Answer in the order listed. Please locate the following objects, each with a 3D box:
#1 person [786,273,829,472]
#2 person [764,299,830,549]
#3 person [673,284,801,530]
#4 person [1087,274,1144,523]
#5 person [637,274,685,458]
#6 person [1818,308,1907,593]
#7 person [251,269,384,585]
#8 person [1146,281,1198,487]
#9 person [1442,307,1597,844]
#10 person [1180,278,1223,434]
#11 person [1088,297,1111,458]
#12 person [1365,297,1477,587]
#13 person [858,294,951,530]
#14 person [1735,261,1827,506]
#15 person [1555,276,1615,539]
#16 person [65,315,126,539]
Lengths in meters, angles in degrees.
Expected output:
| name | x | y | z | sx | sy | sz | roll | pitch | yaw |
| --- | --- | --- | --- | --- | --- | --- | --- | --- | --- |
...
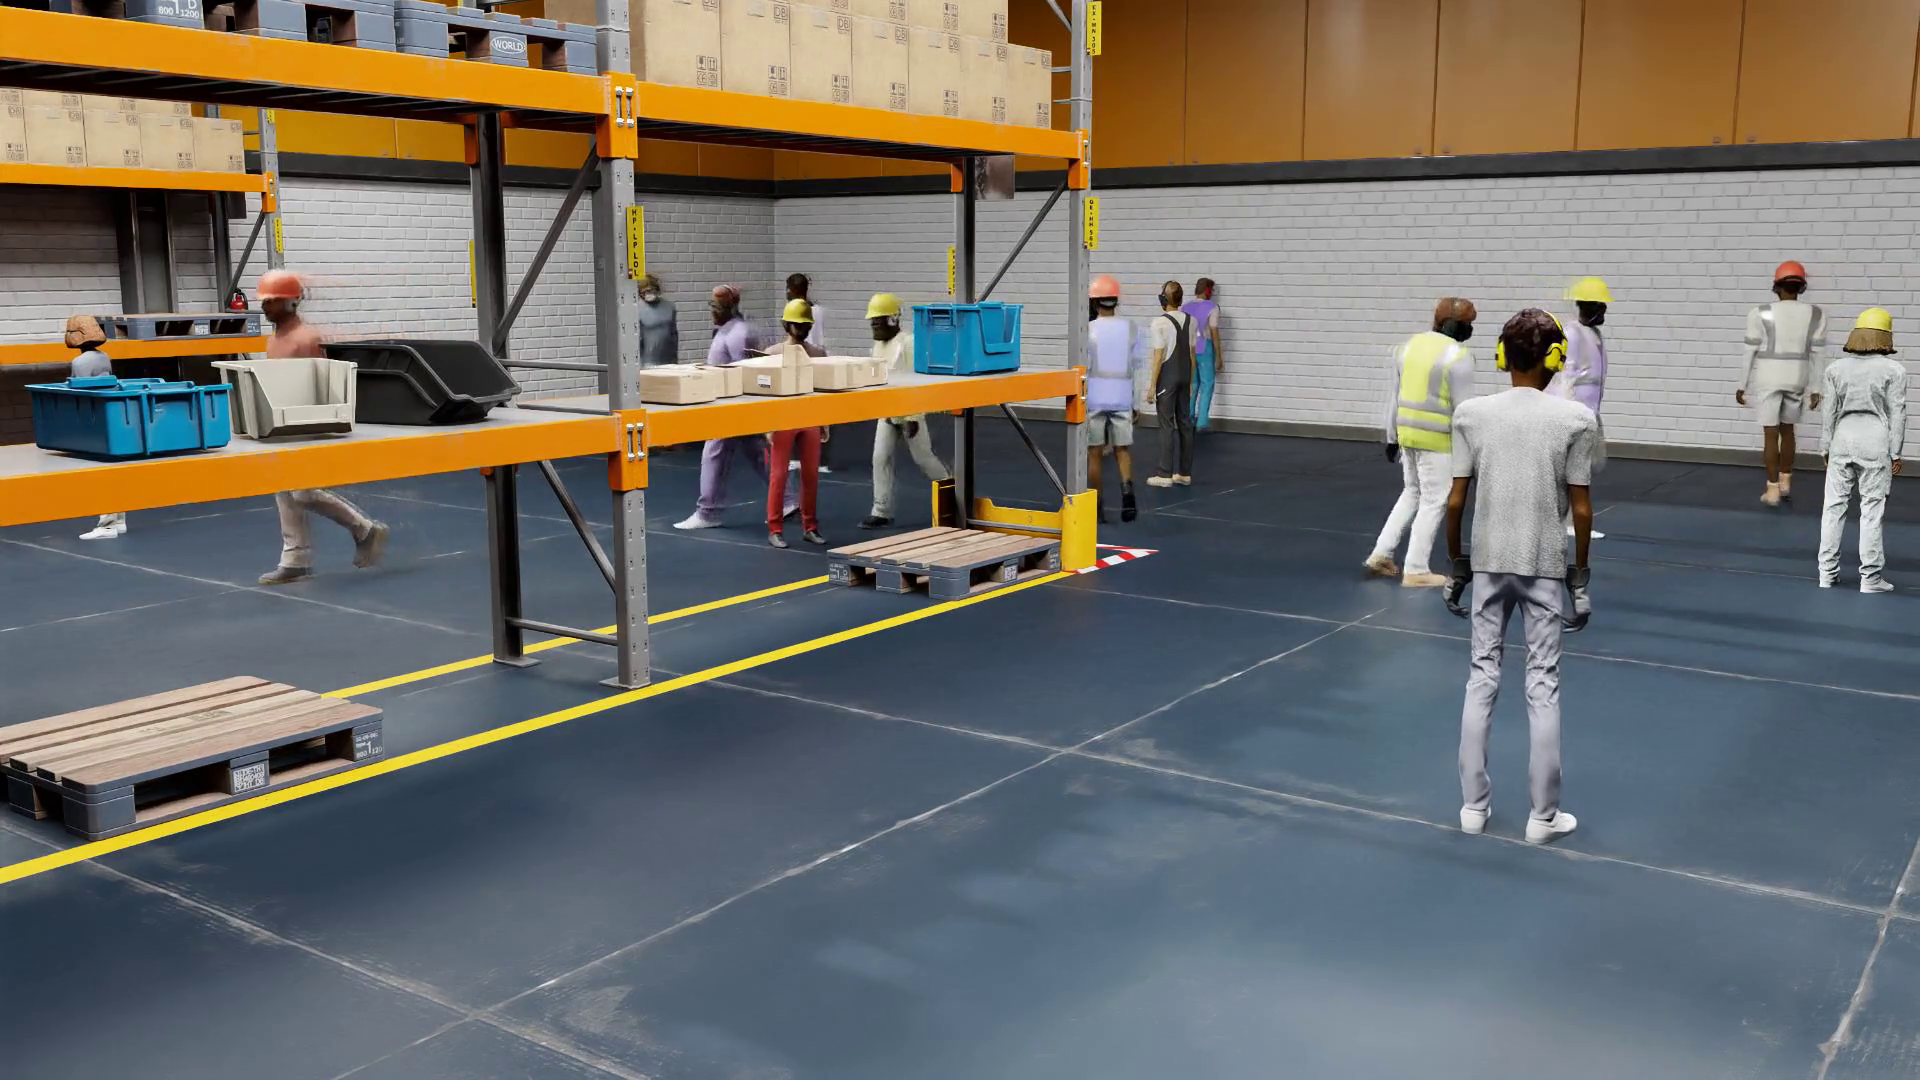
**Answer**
| name | x | y | z | sx | sy | sz | roll | pitch | yaw |
| --- | --- | --- | --- | --- | --- | --- | --- | --- | --- |
| person | -1.529 | -1.589 | 15.935 | 0.636 | 1.898 | 0.610 | 6 | 11 | 31 |
| person | -1.149 | -0.819 | 11.764 | 0.532 | 1.758 | 0.346 | -6 | 11 | -33 |
| person | -1.664 | -0.999 | 12.555 | 0.958 | 1.854 | 0.661 | -1 | 10 | -8 |
| person | 1.130 | -1.050 | 12.642 | 0.558 | 1.926 | 0.633 | -2 | 10 | -10 |
| person | -3.116 | -1.796 | 17.209 | 0.377 | 1.899 | 0.790 | 7 | 12 | 36 |
| person | 5.540 | -0.547 | 10.207 | 0.305 | 1.737 | 0.484 | -8 | 12 | -40 |
| person | -4.088 | -0.709 | 10.454 | 0.664 | 1.975 | 0.623 | -9 | 13 | -44 |
| person | 1.899 | -1.396 | 14.934 | 0.505 | 1.847 | 0.347 | -6 | 11 | -32 |
| person | 1.950 | 0.125 | 5.825 | 0.517 | 1.864 | 0.335 | 6 | 11 | 33 |
| person | 2.788 | -2.152 | 19.496 | 0.472 | 1.823 | 0.630 | -8 | 12 | -39 |
| person | 1.417 | -1.677 | 17.135 | 0.386 | 1.662 | 0.675 | 0 | 10 | -1 |
| person | 2.921 | -0.592 | 10.279 | 0.476 | 1.807 | 0.663 | -4 | 10 | -22 |
| person | -0.373 | -0.974 | 12.642 | 0.878 | 1.790 | 0.615 | -8 | 13 | -40 |
| person | 6.835 | -1.310 | 13.915 | 0.613 | 2.019 | 0.711 | 1 | 10 | 6 |
| person | 4.506 | -0.968 | 12.185 | 0.506 | 1.910 | 0.593 | 9 | 13 | 43 |
| person | -6.321 | -0.822 | 12.144 | 0.286 | 1.634 | 0.500 | -1 | 10 | -6 |
